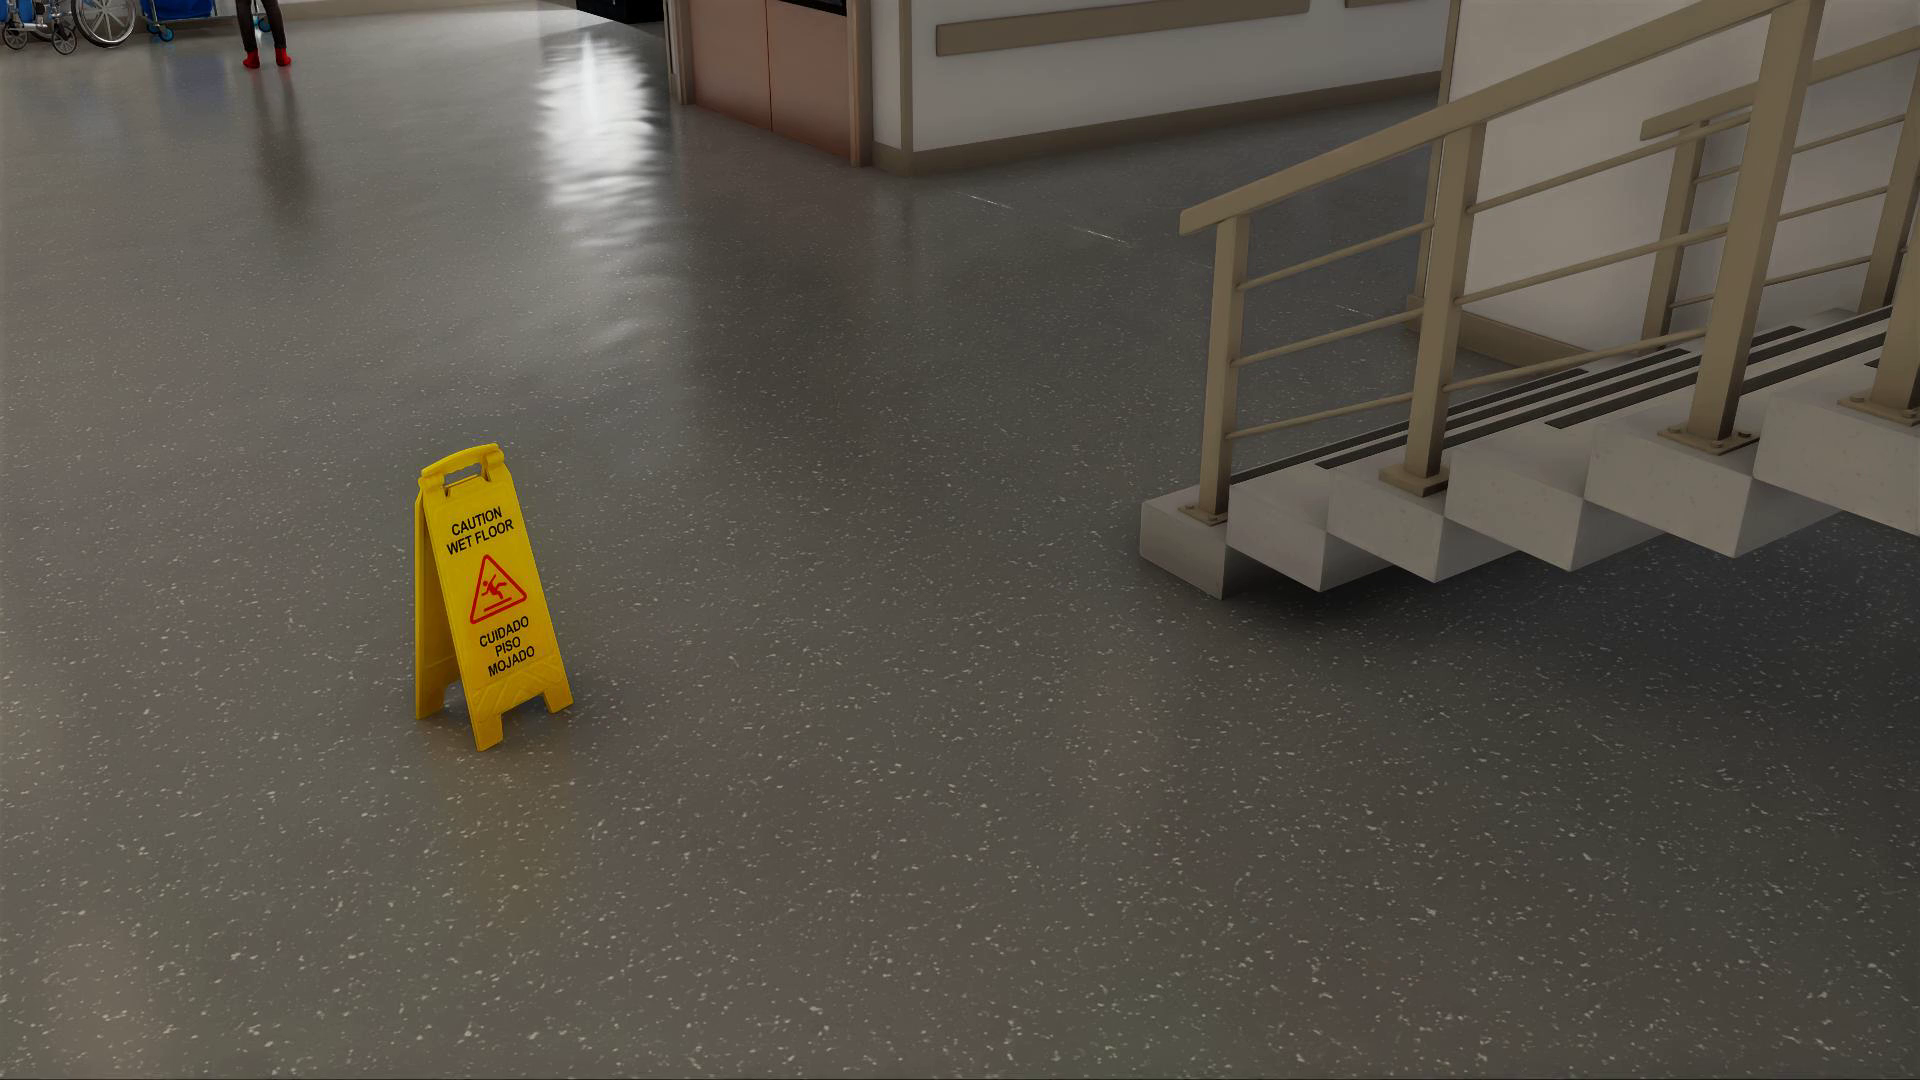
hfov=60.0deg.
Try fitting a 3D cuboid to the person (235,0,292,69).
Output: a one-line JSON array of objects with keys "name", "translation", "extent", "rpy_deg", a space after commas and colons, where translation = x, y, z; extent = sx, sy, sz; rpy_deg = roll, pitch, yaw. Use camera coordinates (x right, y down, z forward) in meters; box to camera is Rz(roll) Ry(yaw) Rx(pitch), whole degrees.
[{"name": "person", "translation": [-5.810, -4.785, 13.526], "extent": [0.668, 1.804, 0.548], "rpy_deg": [-14, 29, -26]}]
